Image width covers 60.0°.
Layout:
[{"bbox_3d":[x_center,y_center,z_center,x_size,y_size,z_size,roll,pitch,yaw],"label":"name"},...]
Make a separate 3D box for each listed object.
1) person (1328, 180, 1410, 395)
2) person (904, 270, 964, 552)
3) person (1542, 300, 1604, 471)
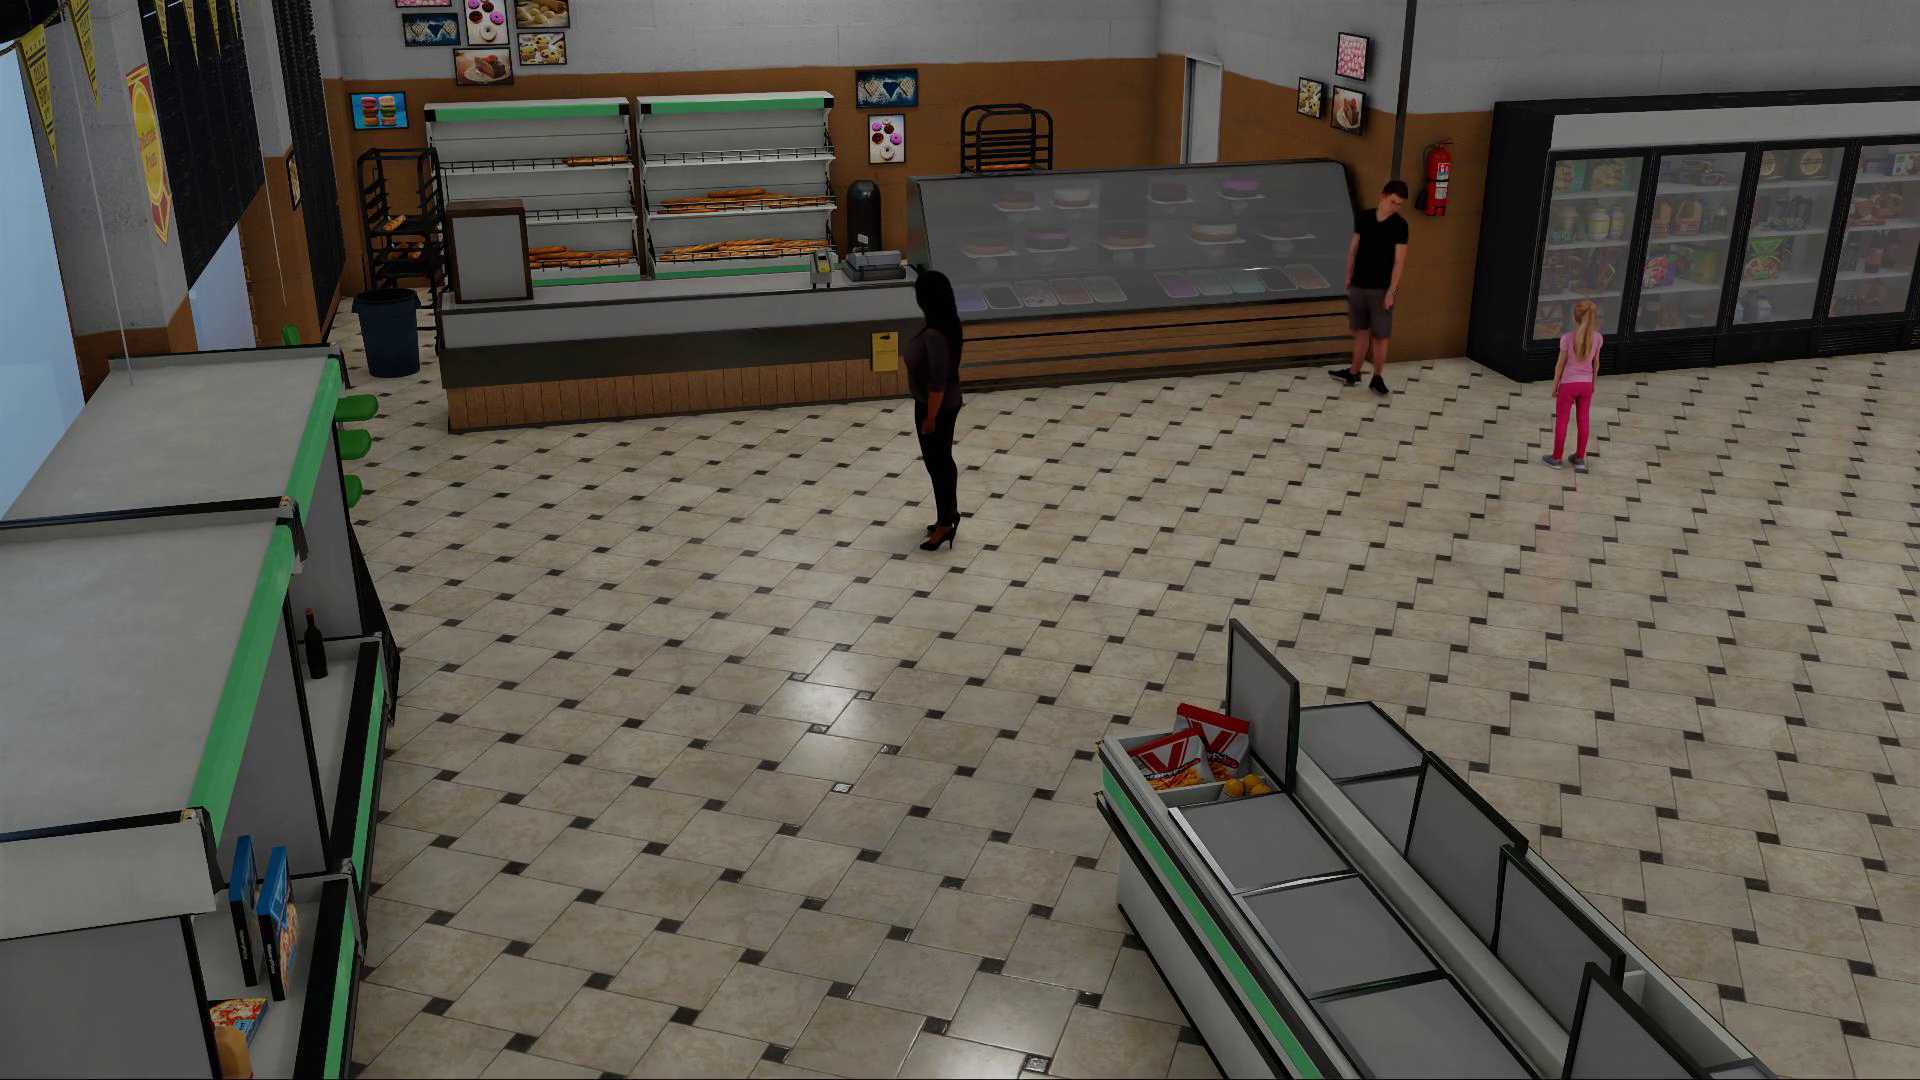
[{"bbox_3d":[3.487,-2.169,14.115,0.970,1.826,0.735,-13,25,-28],"label":"person"},{"bbox_3d":[-0.128,-0.842,10.798,0.797,1.838,0.679,4,22,9],"label":"person"},{"bbox_3d":[4.576,-1.156,12.341,0.512,1.269,0.527,-1,22,-3],"label":"person"}]
